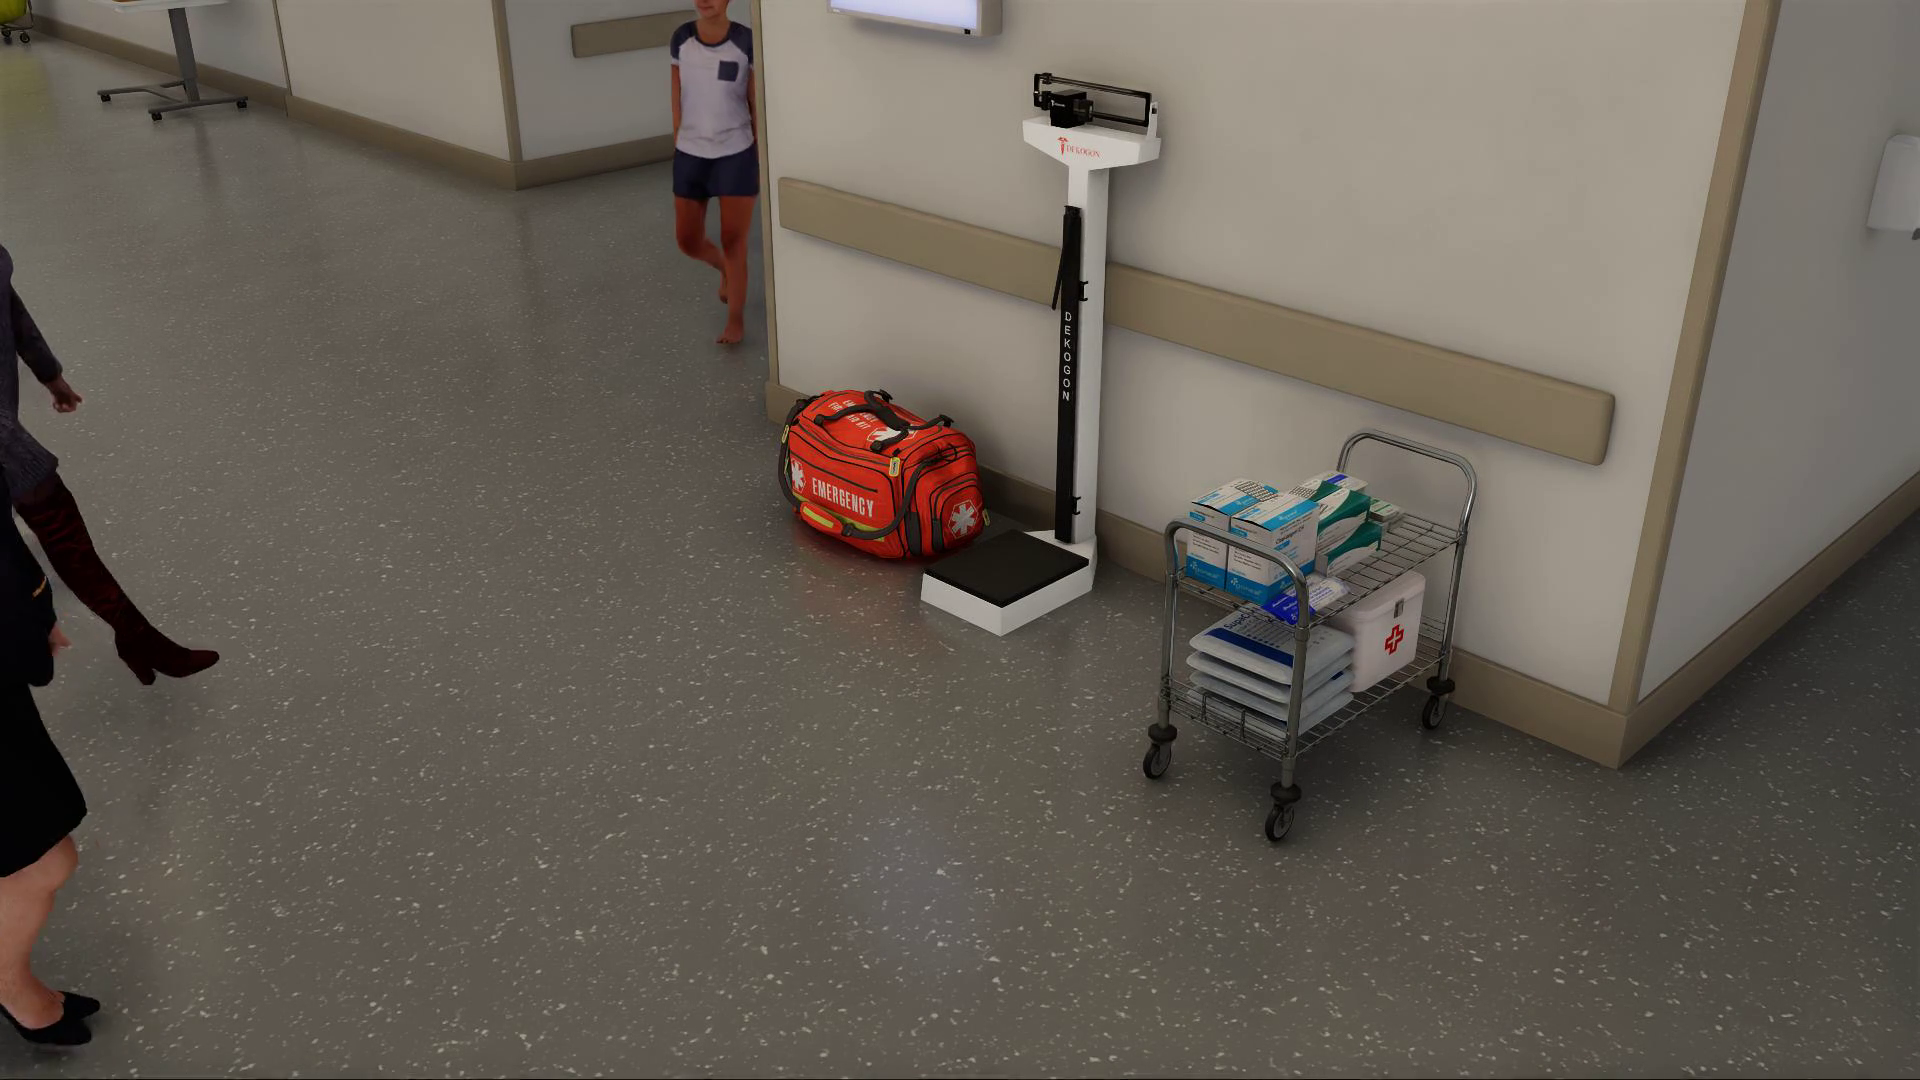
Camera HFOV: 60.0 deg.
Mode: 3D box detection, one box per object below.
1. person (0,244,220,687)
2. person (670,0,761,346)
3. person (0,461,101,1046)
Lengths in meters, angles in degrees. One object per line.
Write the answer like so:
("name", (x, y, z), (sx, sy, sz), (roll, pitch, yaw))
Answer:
("person", (-2.649, -0.310, 4.342), (1.076, 1.665, 1.083), (-3, 26, -6))
("person", (-1.040, -1.680, 7.250), (0.848, 1.608, 0.874), (4, 26, 9))
("person", (-1.977, 0.286, 3.112), (0.909, 1.661, 0.830), (-3, 26, -5))
